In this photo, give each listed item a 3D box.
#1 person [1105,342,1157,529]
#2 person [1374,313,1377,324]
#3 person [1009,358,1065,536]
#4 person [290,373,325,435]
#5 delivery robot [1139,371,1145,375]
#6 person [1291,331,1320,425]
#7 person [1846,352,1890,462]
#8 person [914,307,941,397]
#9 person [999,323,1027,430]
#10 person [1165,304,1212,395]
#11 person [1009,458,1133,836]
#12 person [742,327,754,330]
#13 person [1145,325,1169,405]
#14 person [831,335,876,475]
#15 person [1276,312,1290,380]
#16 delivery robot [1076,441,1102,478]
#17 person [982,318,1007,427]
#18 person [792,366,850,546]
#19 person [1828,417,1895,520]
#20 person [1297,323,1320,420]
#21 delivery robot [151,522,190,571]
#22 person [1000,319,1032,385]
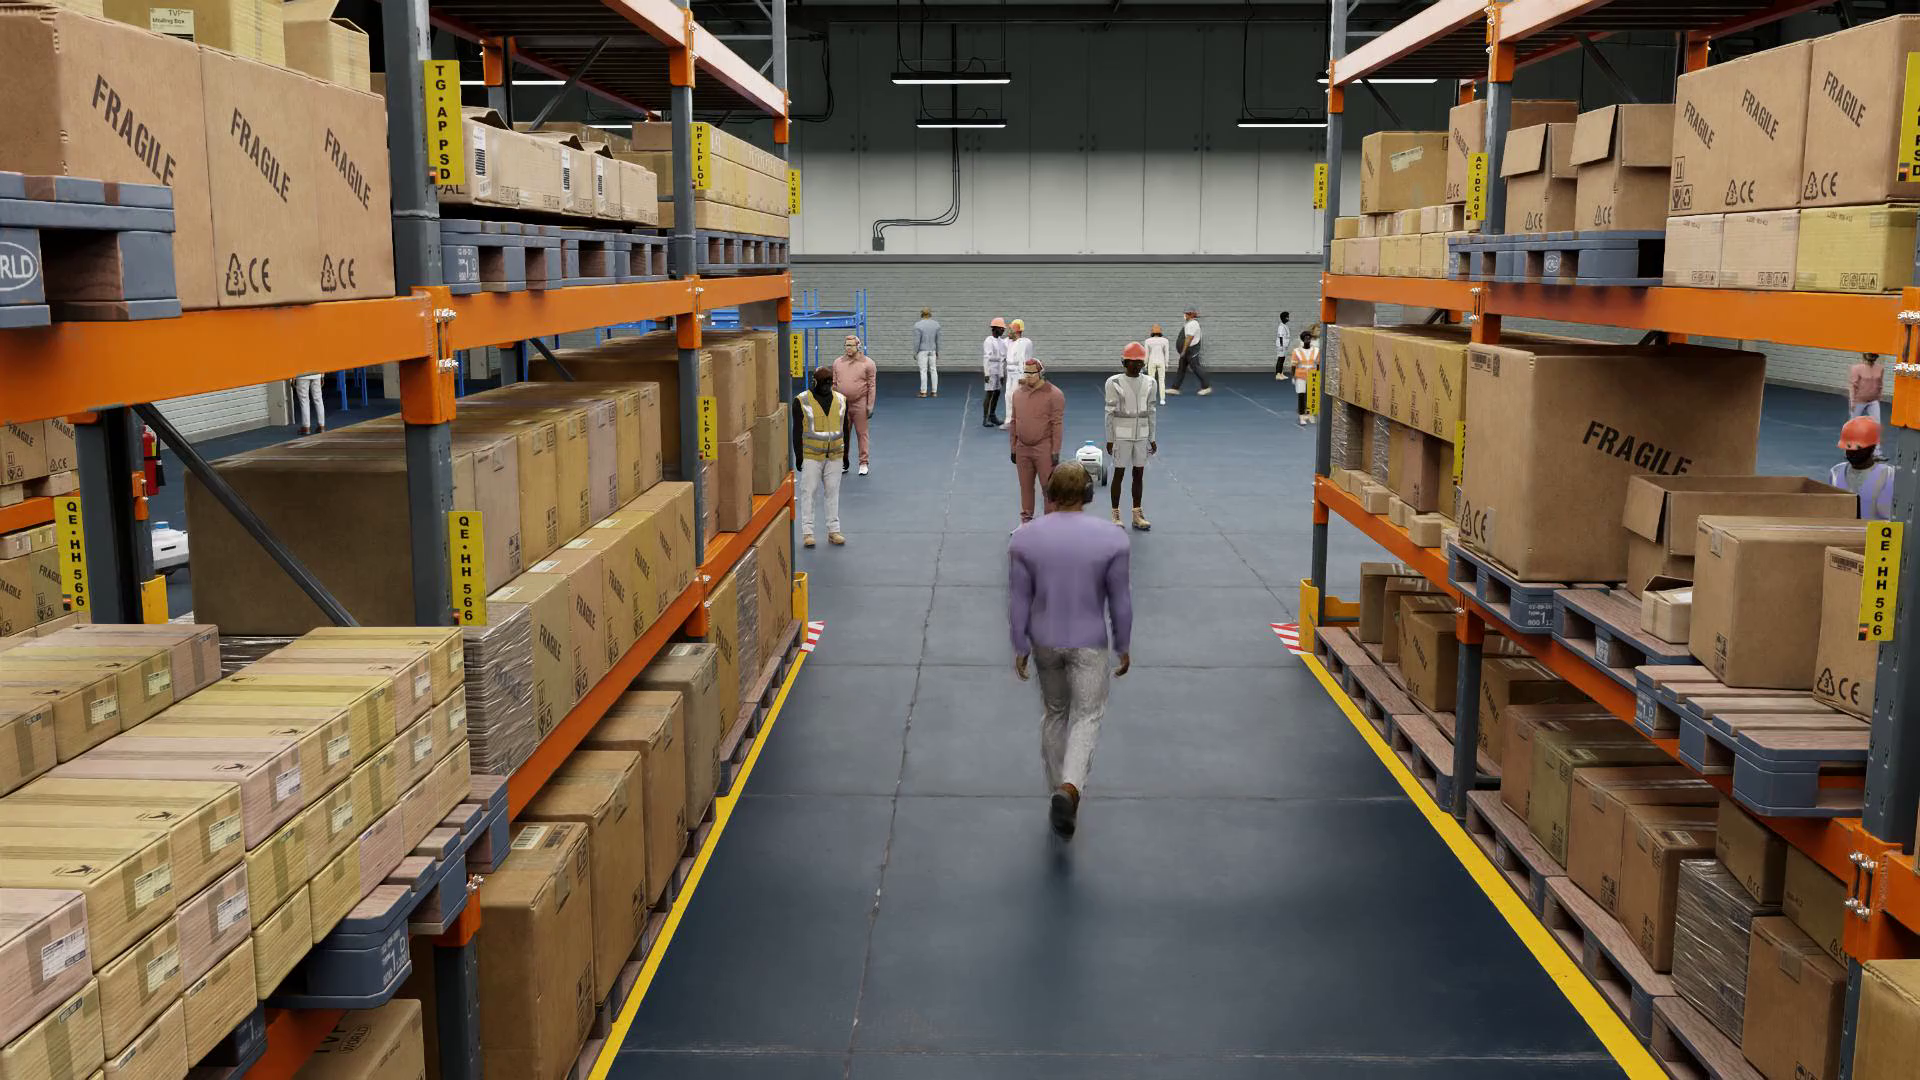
[{"bbox_3d":[1.873,-1.133,18.121,0.608,2.045,0.369,-3,10,-19],"label":"person"},{"bbox_3d":[10.637,-5.307,43.530,0.639,1.911,0.406,7,12,37],"label":"person"},{"bbox_3d":[0.786,-0.966,17.566,0.641,1.900,0.404,6,11,32],"label":"person"},{"bbox_3d":[-11.083,-2.772,28.232,0.408,1.942,0.615,8,12,40],"label":"person"},{"bbox_3d":[3.940,-3.452,36.310,0.477,0.478,0.707,-4,10,-22],"label":"delivery robot"},{"bbox_3d":[6.175,-2.878,29.640,0.562,1.675,0.544,0,9,3],"label":"person"},{"bbox_3d":[13.206,-1.989,24.143,0.553,1.732,0.818,-1,10,-6],"label":"person"},{"bbox_3d":[-0.716,-4.066,36.009,0.634,1.936,0.351,-5,11,-27],"label":"person"},{"bbox_3d":[0.952,-2.851,28.966,0.564,1.857,0.606,-4,10,-25],"label":"person"},{"bbox_3d":[5.076,-4.195,36.600,1.011,2.000,0.678,0,9,2],"label":"person"},{"bbox_3d":[0.547,0.544,8.498,0.631,1.917,0.801,3,10,17],"label":"person"},{"bbox_3d":[-3.749,-2.861,29.190,0.563,1.813,0.825,0,9,2],"label":"person"},{"bbox_3d":[4.018,-3.582,34.019,0.497,1.633,0.289,1,9,3],"label":"person"},{"bbox_3d":[-1.478,-1.851,22.838,0.642,1.909,0.408,3,10,16],"label":"person"},{"bbox_3d":[8.019,-4.827,41.311,0.321,1.689,0.530,4,10,21],"label":"person"},{"bbox_3d":[1.713,-1.070,22.045,0.477,0.478,0.707,1,10,6],"label":"delivery robot"},{"bbox_3d":[0.618,-2.987,29.615,0.403,1.926,0.583,5,11,27],"label":"person"},{"bbox_3d":[-1.416,-0.869,17.150,0.627,1.843,0.429,-4,10,-25],"label":"person"},{"bbox_3d":[6.172,0.088,11.374,1.036,1.876,0.564,-6,11,-32],"label":"person"},{"bbox_3d":[6.524,-3.068,30.457,0.537,1.793,0.967,-7,12,-37],"label":"person"},{"bbox_3d":[-7.266,0.076,15.177,0.477,0.478,0.707,3,10,17],"label":"delivery robot"},{"bbox_3d":[0.995,-2.937,29.344,0.596,1.909,0.497,-1,10,-7],"label":"person"}]
